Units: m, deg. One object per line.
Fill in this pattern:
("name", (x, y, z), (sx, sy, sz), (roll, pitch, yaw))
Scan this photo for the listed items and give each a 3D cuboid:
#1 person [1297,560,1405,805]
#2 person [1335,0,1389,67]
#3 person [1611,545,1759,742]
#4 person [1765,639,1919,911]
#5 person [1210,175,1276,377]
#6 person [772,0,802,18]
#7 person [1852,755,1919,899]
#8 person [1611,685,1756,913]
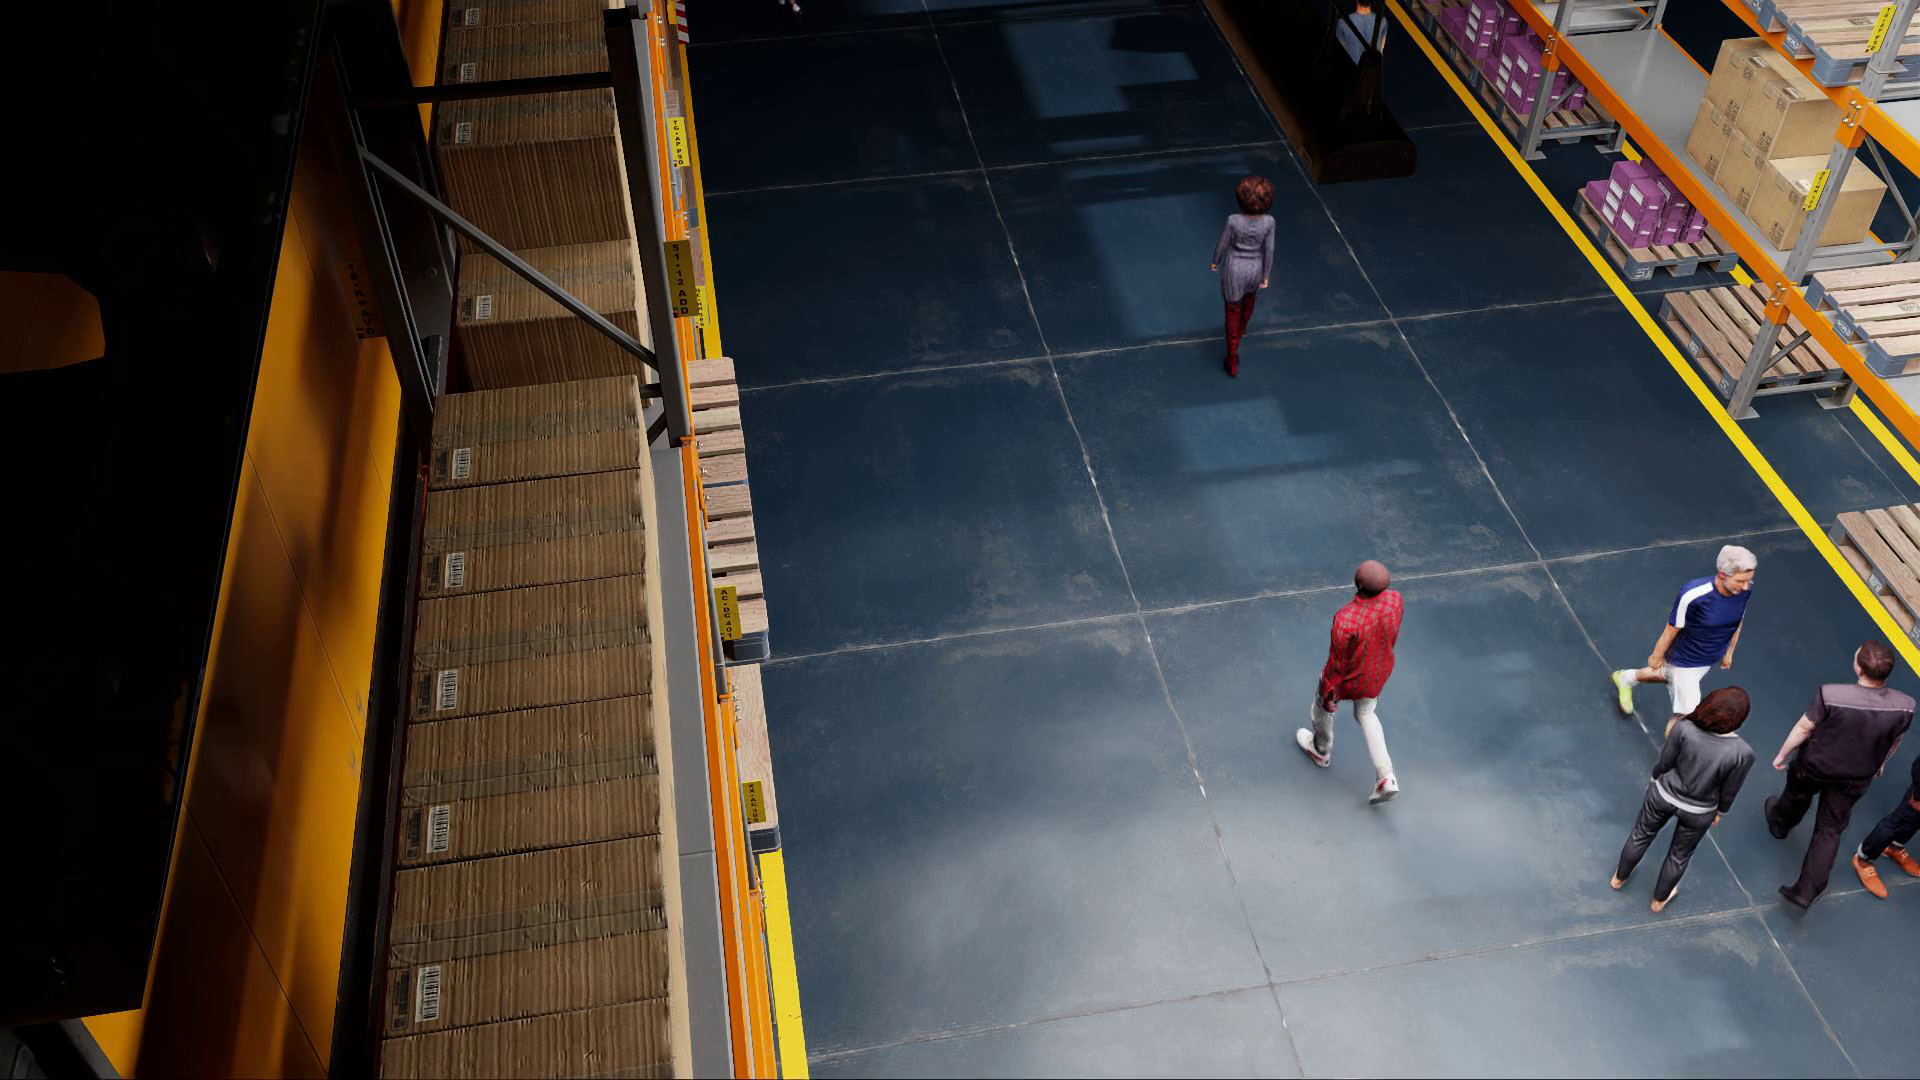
("person", (2.434, 0.856, 10.013), (0.812, 1.800, 1.127), (-18, 46, -18))
("person", (3.663, -4.244, 15.384), (0.799, 1.775, 1.123), (1, 44, 2))
("person", (4.454, 0.644, 10.237), (0.805, 1.797, 1.237), (-16, 46, -16))
("person", (4.991, 1.368, 9.469), (1.087, 1.807, 1.300), (13, 45, 14))
("person", (2.243, -2.042, 13.134), (0.666, 1.689, 0.900), (-3, 44, -3))
("person", (-1.917, -6.385, 17.758), (0.845, 1.601, 1.059), (-24, 48, -23))
("person", (5.622, 1.336, 9.497), (0.765, 1.817, 0.712), (-21, 47, -20))
("person", (4.096, 1.460, 9.402), (0.670, 1.768, 0.724), (24, 49, 23))
